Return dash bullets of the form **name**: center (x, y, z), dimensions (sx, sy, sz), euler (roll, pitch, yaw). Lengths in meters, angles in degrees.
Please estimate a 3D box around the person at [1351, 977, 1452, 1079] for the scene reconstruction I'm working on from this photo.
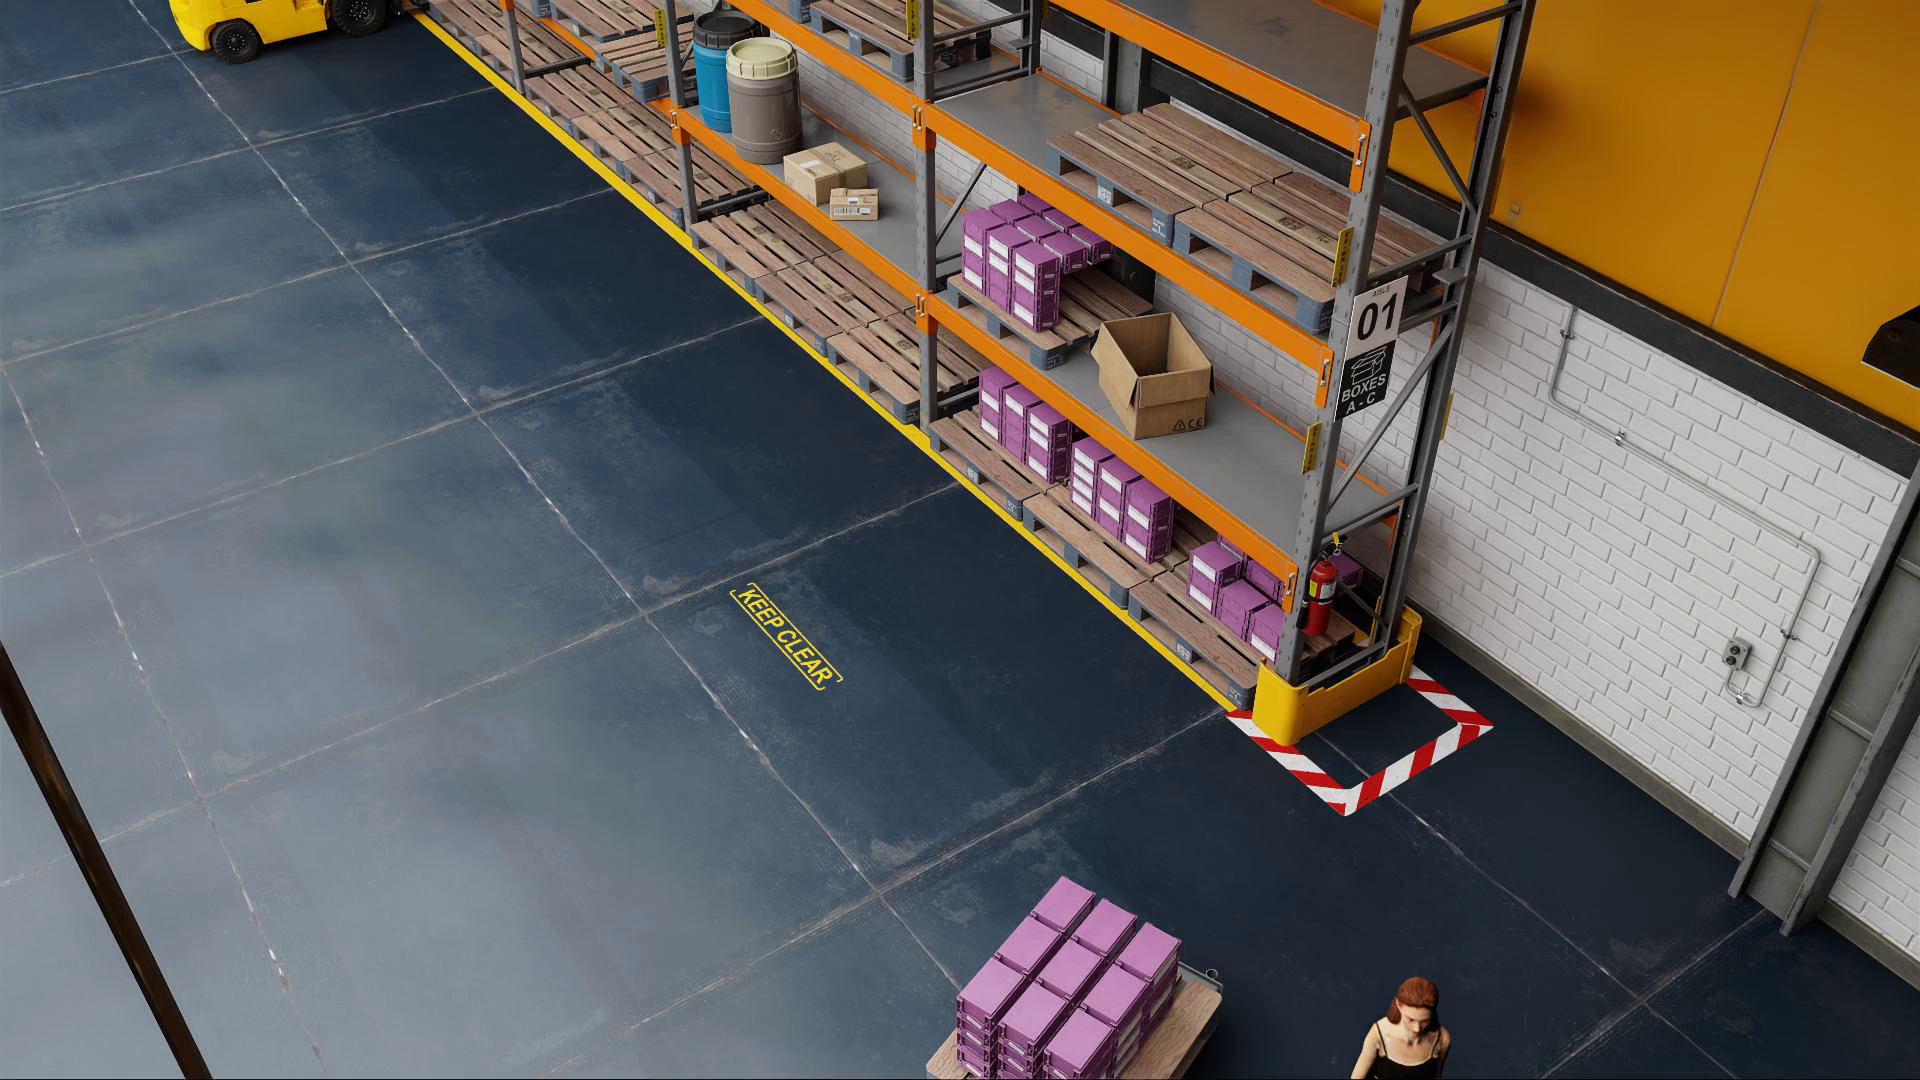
- **person**: center (1.991, 2.562, 7.664), dimensions (0.677, 1.624, 0.719), euler (0, 39, 0)
